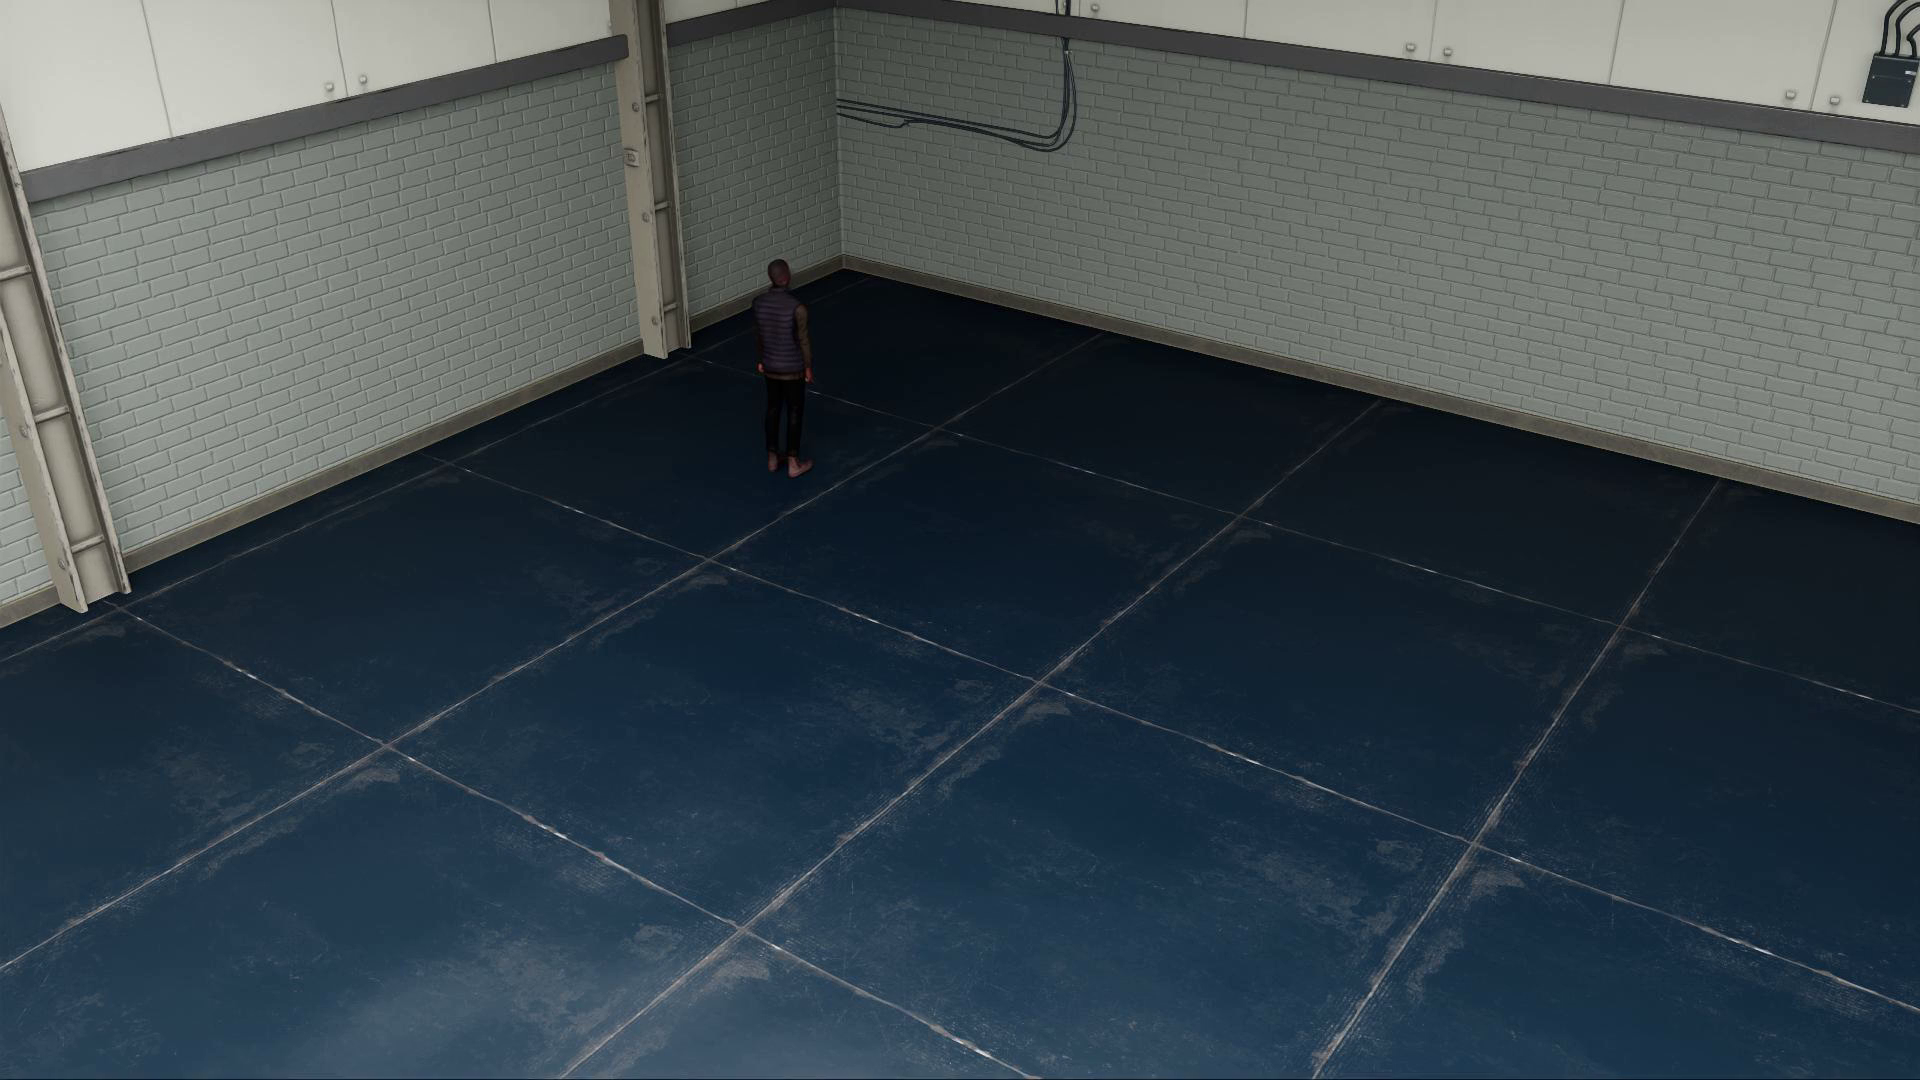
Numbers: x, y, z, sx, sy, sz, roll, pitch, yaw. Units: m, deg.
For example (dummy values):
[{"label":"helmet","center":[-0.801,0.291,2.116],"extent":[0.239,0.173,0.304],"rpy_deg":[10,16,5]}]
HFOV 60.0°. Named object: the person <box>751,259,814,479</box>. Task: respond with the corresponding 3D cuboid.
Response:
[{"label":"person","center":[-1.457,-1.418,13.714],"extent":[0.701,1.831,0.577],"rpy_deg":[16,32,27]}]
